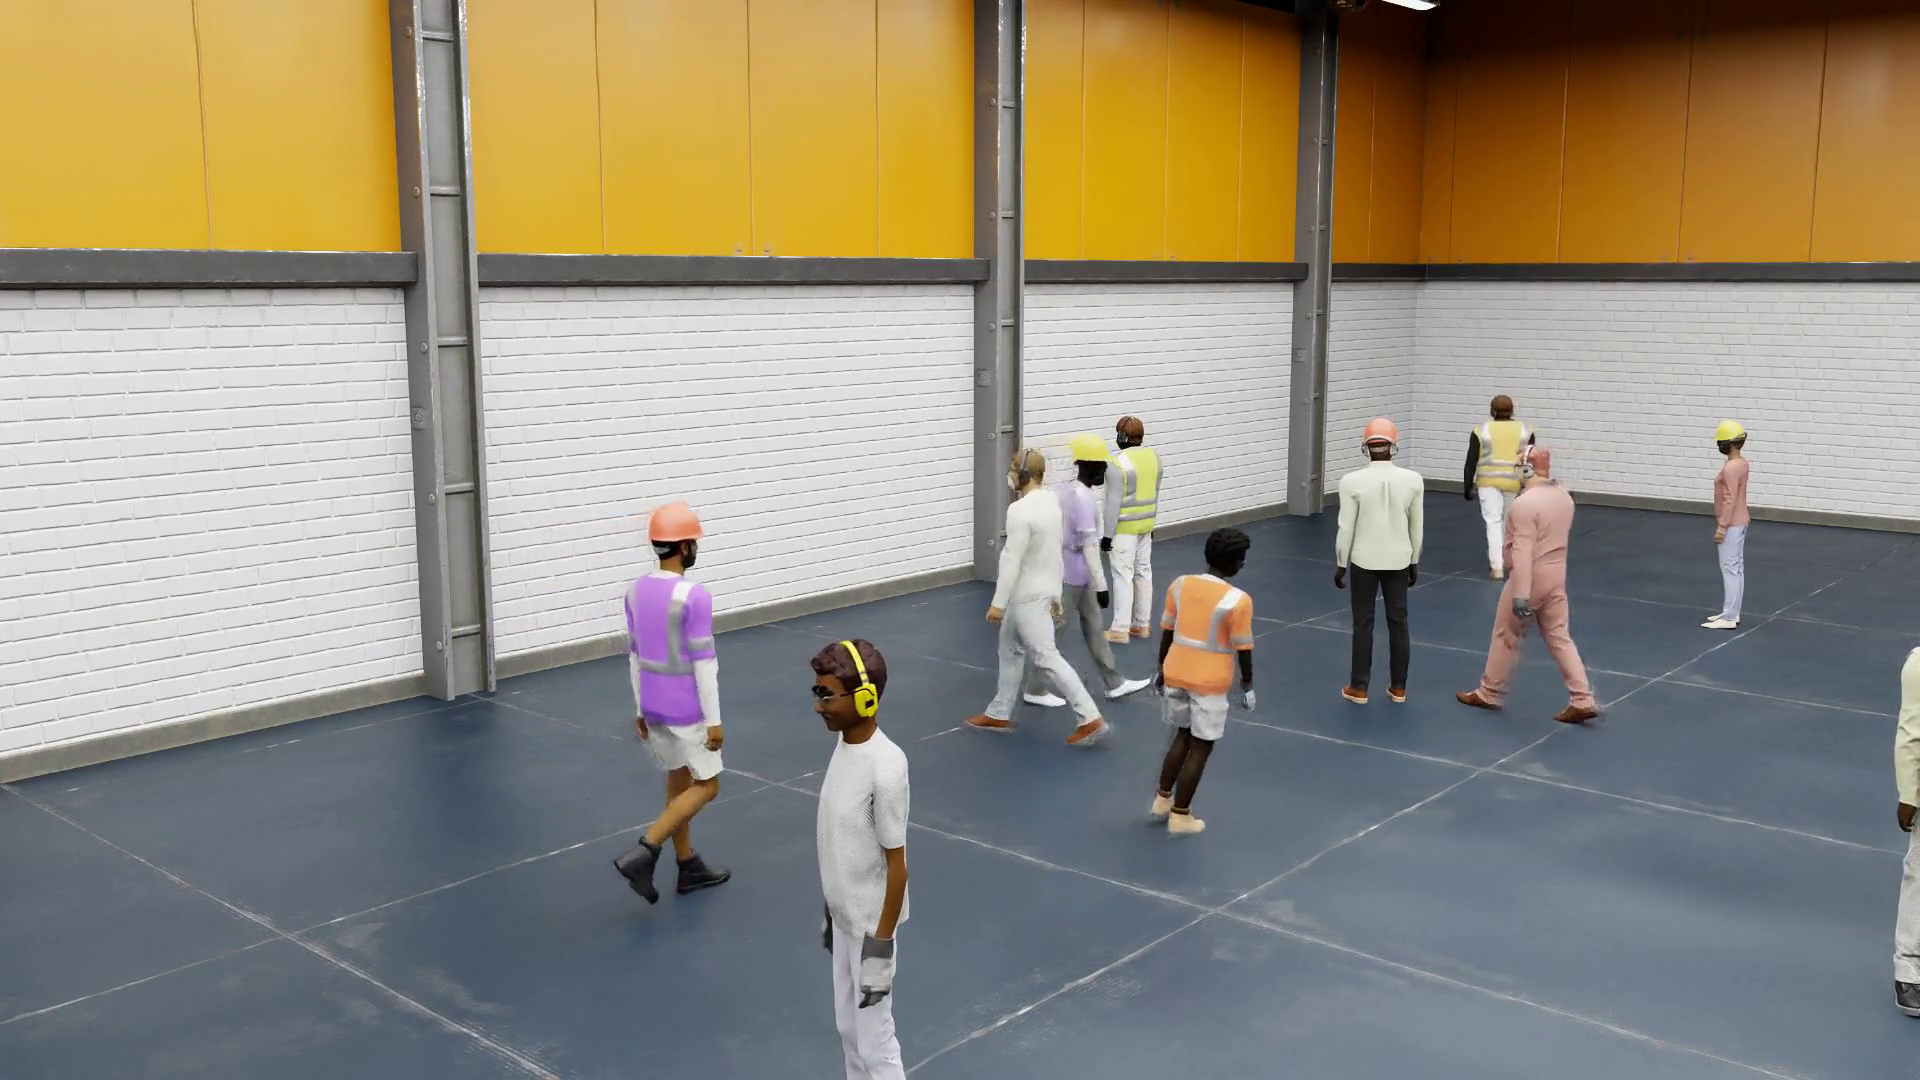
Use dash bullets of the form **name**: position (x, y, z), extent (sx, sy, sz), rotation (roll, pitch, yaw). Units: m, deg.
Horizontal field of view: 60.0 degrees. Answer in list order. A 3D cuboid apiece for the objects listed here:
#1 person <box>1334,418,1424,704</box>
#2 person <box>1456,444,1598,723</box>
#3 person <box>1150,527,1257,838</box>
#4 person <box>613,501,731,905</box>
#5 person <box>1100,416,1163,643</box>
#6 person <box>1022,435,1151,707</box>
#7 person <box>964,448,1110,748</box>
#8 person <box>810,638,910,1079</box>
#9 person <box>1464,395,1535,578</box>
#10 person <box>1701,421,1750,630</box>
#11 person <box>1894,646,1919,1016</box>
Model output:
- **person**: position (2.909, 0.150, 11.578), extent (0.610, 1.989, 0.391), rotation (0, 9, -3)
- **person**: position (3.879, 0.290, 11.150), extent (0.682, 1.858, 0.972), rotation (-7, 11, -38)
- **person**: position (1.284, 0.755, 8.788), extent (0.444, 1.657, 0.567), rotation (-8, 12, -41)
- **person**: position (-1.369, 0.780, 7.824), extent (0.558, 1.926, 0.630), rotation (8, 12, 42)
- **person**: position (1.364, -0.087, 13.529), extent (0.429, 1.844, 0.625), rotation (9, 13, 44)
- **person**: position (0.868, 0.225, 11.410), extent (0.949, 1.886, 0.617), rotation (0, 9, -1)
- **person**: position (0.513, 0.361, 10.573), extent (1.001, 1.901, 0.641), rotation (3, 10, 19)
- **person**: position (-0.331, 1.223, 5.240), extent (0.329, 1.865, 0.507), rotation (-4, 10, -23)
- **person**: position (5.342, -0.543, 16.547), extent (0.642, 1.786, 1.012), rotation (1, 9, 6)
- **person**: position (6.466, -0.124, 14.017), extent (0.328, 1.761, 0.523), rotation (6, 11, 35)
- **person**: position (4.054, 1.019, 6.648), extent (0.590, 1.821, 0.404), rotation (2, 9, 10)
